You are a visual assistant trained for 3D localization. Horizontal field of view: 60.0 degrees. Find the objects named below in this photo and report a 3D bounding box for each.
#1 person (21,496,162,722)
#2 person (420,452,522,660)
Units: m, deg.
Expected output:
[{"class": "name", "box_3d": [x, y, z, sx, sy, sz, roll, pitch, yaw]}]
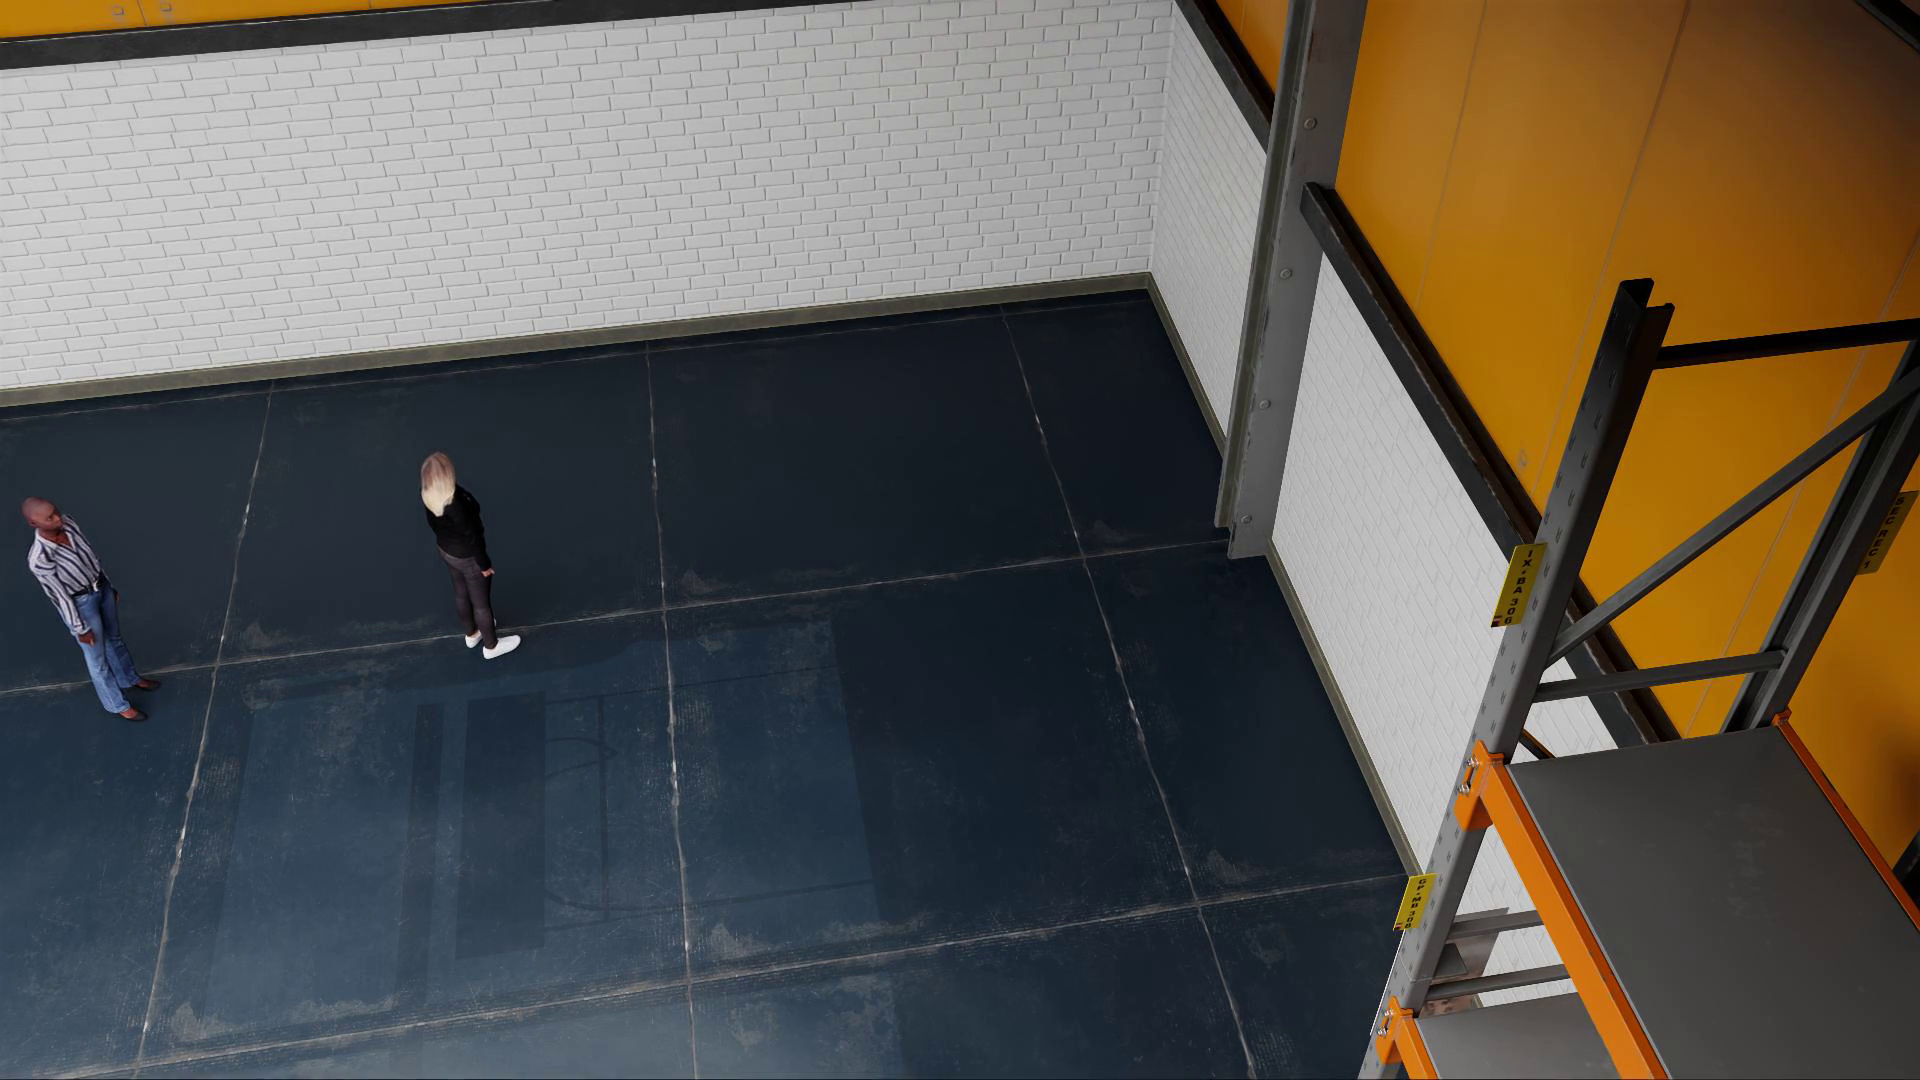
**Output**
[{"class": "person", "box_3d": [-5.450, 0.408, 10.383, 0.733, 1.795, 0.539, 1, 44, 1]}, {"class": "person", "box_3d": [-3.231, 0.099, 10.787, 0.671, 1.684, 0.753, 31, 51, 28]}]
